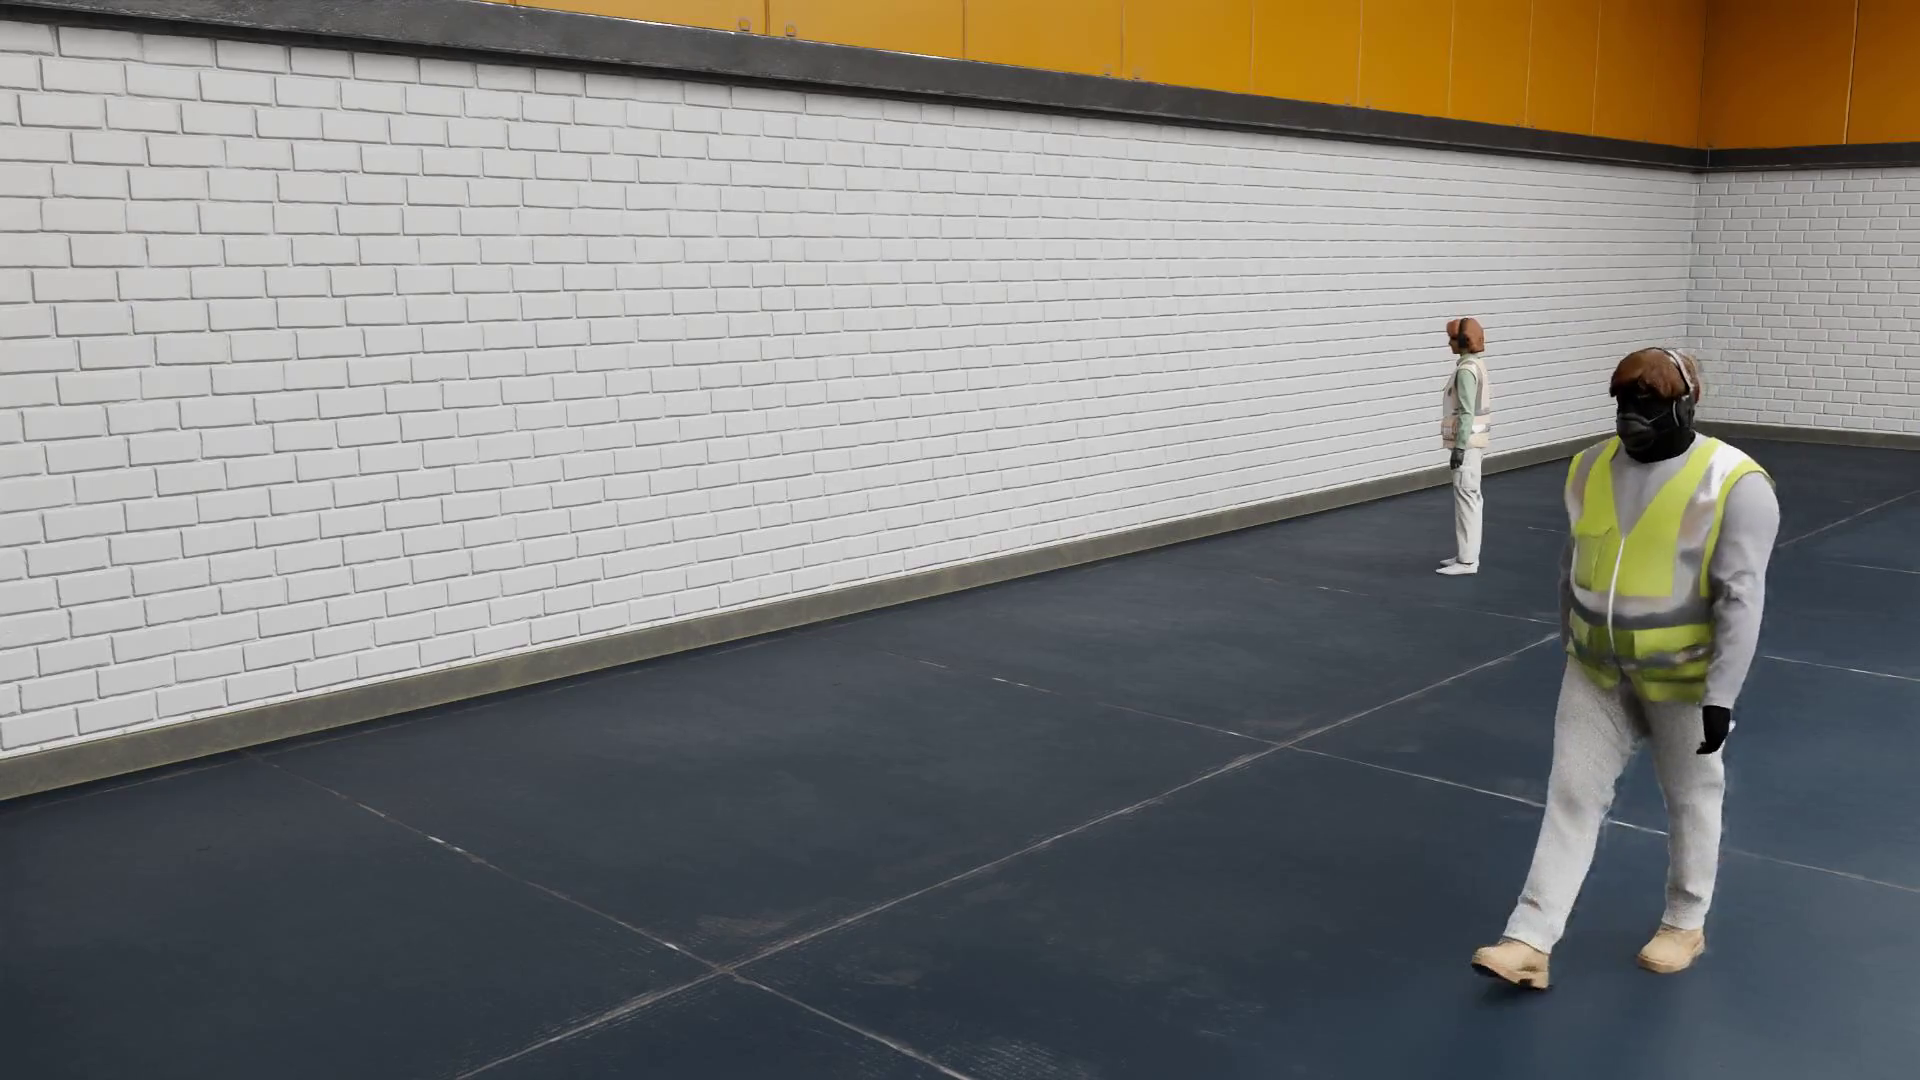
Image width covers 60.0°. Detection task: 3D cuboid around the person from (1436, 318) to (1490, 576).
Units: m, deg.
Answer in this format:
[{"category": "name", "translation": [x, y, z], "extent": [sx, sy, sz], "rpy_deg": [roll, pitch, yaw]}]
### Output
[{"category": "person", "translation": [3.210, -0.590, 10.588], "extent": [0.311, 1.636, 0.521], "rpy_deg": [4, 11, 22]}]

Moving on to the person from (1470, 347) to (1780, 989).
[{"category": "person", "translation": [1.847, 0.381, 4.583], "extent": [0.935, 1.795, 0.648], "rpy_deg": [-8, 13, -38]}]
